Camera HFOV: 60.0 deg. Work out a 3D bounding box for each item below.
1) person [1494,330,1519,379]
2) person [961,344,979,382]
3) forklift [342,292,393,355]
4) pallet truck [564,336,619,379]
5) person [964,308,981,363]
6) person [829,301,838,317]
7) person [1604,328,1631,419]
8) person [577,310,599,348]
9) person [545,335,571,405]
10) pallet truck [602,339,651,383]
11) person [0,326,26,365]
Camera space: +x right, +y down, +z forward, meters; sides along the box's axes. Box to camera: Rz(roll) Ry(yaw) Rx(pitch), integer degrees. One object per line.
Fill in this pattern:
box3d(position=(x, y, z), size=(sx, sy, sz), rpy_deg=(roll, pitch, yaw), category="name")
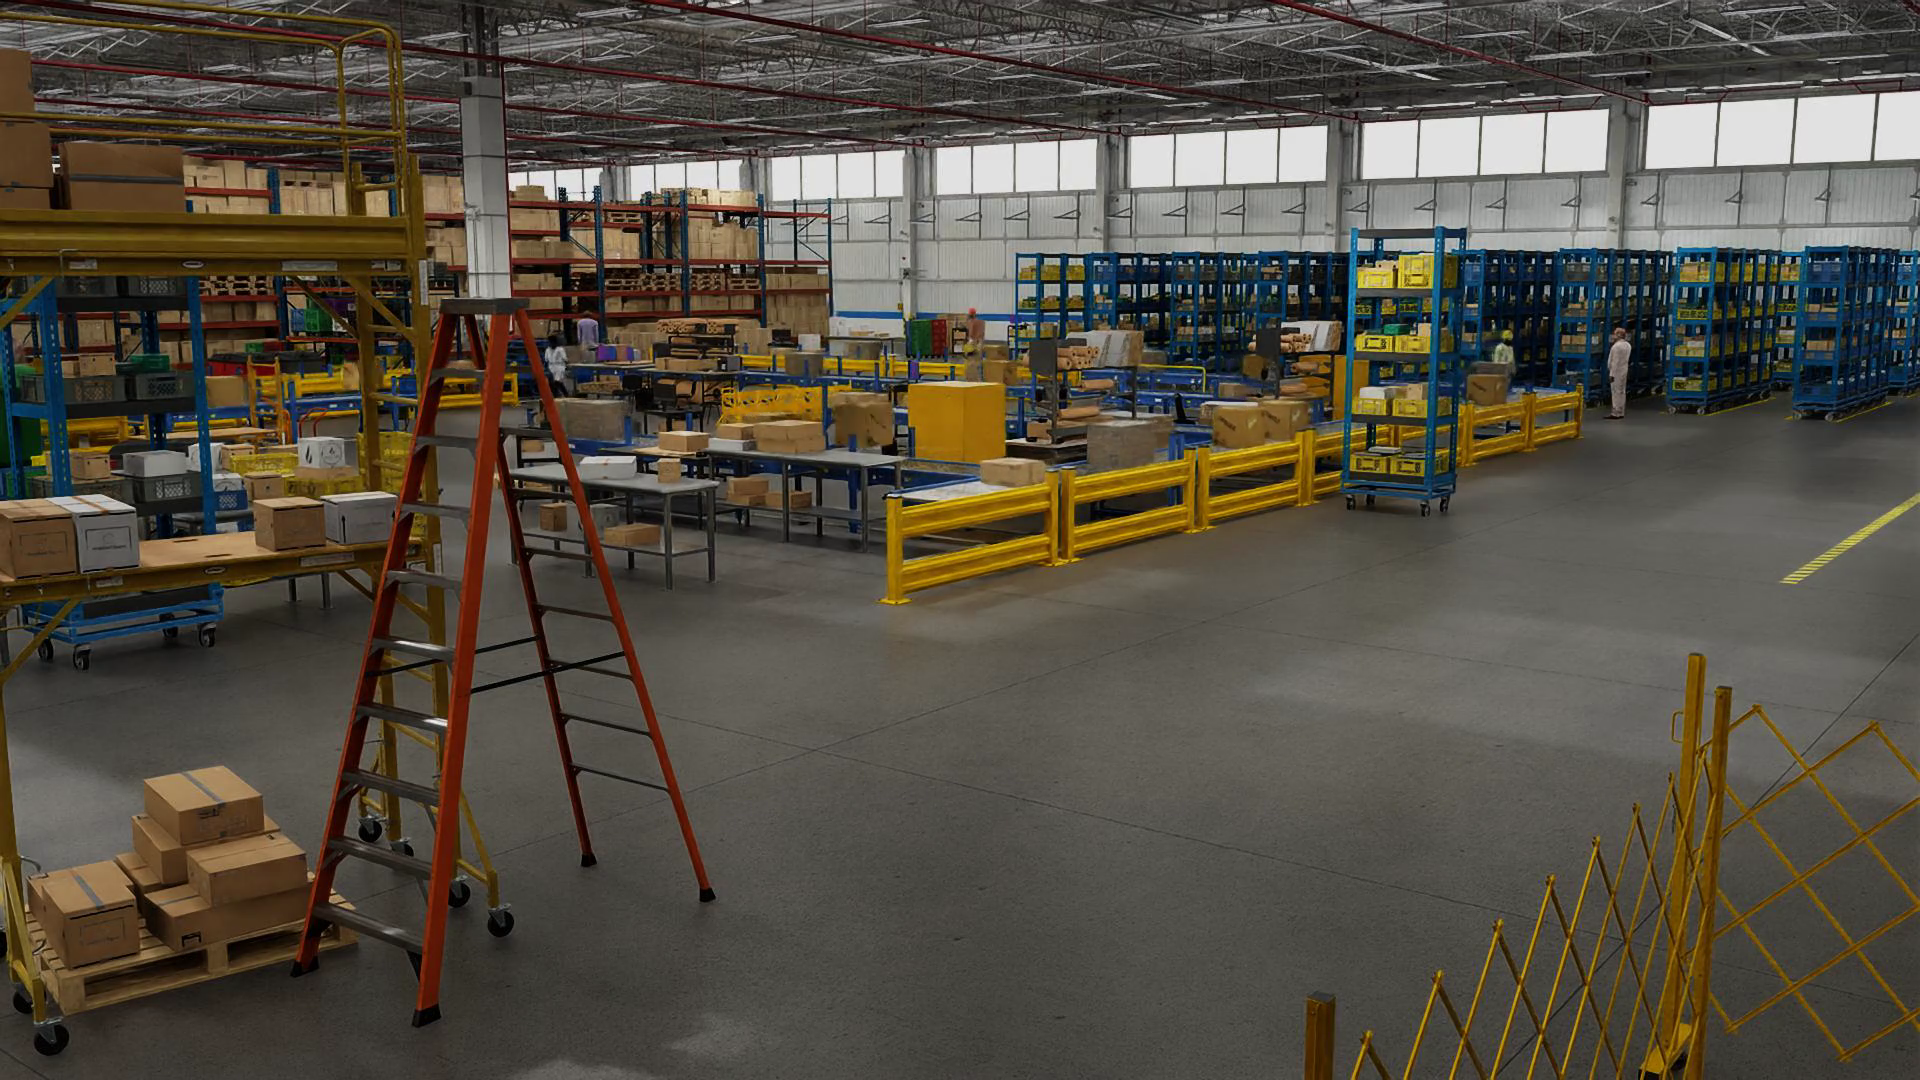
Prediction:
box3d(position=(12.022, -3.678, 36.374), size=(0.866, 1.796, 0.596), rpy_deg=(8, 12, 42), category="person")
box3d(position=(0.134, -2.744, 30.716), size=(0.702, 1.744, 0.546), rpy_deg=(2, 9, 10), category="person")
box3d(position=(-16.485, -5.622, 45.120), size=(1.129, 2.768, 1.873), rpy_deg=(7, 11, 37), category="forklift")
box3d(position=(-10.690, -5.294, 48.215), size=(1.601, 1.201, 0.680), rpy_deg=(-5, 10, -26), category="pallet truck")
box3d(position=(0.458, -6.504, 53.556), size=(1.051, 1.927, 0.651), rpy_deg=(-8, 12, -41), category="person")
box3d(position=(-5.391, -9.018, 69.355), size=(0.903, 1.913, 0.603), rpy_deg=(8, 12, 42), category="person")
box3d(position=(13.717, -3.472, 34.711), size=(0.409, 1.913, 0.651), rpy_deg=(8, 12, 42), category="person")
box3d(position=(-11.326, -6.036, 50.687), size=(0.624, 1.931, 0.377), rpy_deg=(-1, 9, -8), category="person")
box3d(position=(-9.223, -3.895, 38.207), size=(0.517, 1.639, 0.920), rpy_deg=(5, 10, 28), category="person")
box3d(position=(-8.991, -4.871, 45.351), size=(0.653, 1.274, 1.630), rpy_deg=(7, 11, 37), category="pallet truck")
box3d(position=(-21.079, -3.810, 36.897), size=(0.642, 1.894, 0.683), rpy_deg=(-7, 12, -38), category="person")
